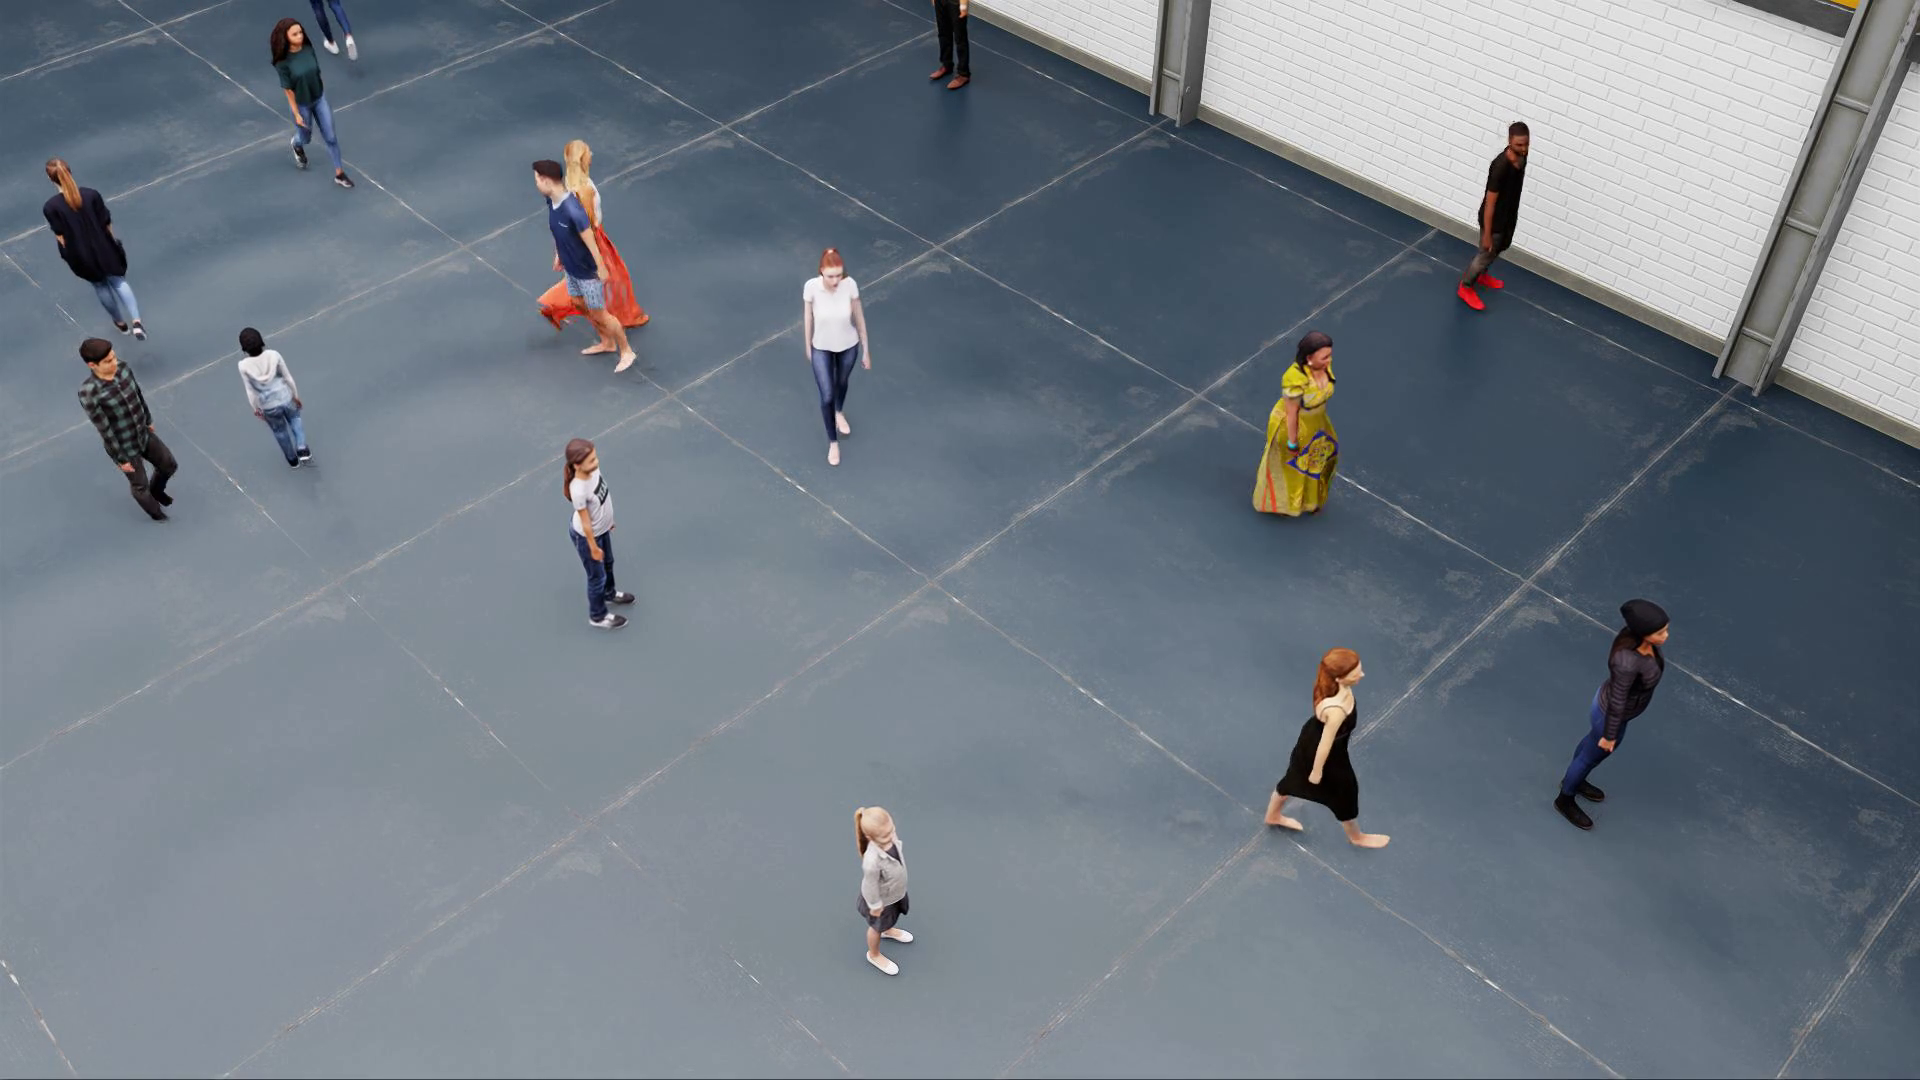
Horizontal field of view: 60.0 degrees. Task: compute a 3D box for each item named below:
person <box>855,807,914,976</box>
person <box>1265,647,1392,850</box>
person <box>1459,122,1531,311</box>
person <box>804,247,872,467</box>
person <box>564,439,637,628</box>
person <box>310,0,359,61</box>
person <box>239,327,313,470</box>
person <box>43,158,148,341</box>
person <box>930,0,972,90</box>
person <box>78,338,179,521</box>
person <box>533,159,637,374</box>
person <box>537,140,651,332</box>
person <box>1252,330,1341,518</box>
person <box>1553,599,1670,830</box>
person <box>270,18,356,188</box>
[{"bbox_3d":[-0.428,1.909,9.218,0.621,1.276,0.588,15,46,15],"label":"person"},{"bbox_3d":[2.033,1.203,9.726,1.066,1.596,0.927,8,44,8],"label":"person"},{"bbox_3d":[4.392,-2.682,13.680,0.585,1.768,0.820,19,47,19],"label":"person"},{"bbox_3d":[-0.954,-1.494,12.471,0.889,1.714,1.019,-12,45,-12],"label":"person"},{"bbox_3d":[-2.448,-0.069,11.086,0.668,1.562,0.620,5,44,5],"label":"person"},{"bbox_3d":[-6.484,-5.683,16.837,0.769,1.758,1.036,-22,48,-21],"label":"person"},{"bbox_3d":[-5.059,-1.018,12.303,0.535,1.257,0.556,-23,48,-22],"label":"person"},{"bbox_3d":[-6.914,-2.260,13.309,0.706,1.668,0.940,-26,50,-25],"label":"person"},{"bbox_3d":[-0.077,-5.391,16.534,0.707,1.753,0.522,-33,53,-30],"label":"person"},{"bbox_3d":[-5.978,-0.763,11.863,0.773,1.699,0.781,15,46,15],"label":"person"},{"bbox_3d":[-2.917,-2.165,13.108,0.618,1.808,0.890,29,51,27],"label":"person"},{"bbox_3d":[-3.051,-2.373,13.348,1.030,1.777,1.146,-13,45,-13],"label":"person"},{"bbox_3d":[2.340,-0.840,11.836,0.755,1.645,0.787,30,51,28],"label":"person"},{"bbox_3d":[3.853,1.007,9.823,0.636,1.746,0.674,23,48,22],"label":"person"},{"bbox_3d":[-6.004,-4.007,15.194,0.995,1.597,0.612,31,52,28],"label":"person"}]
